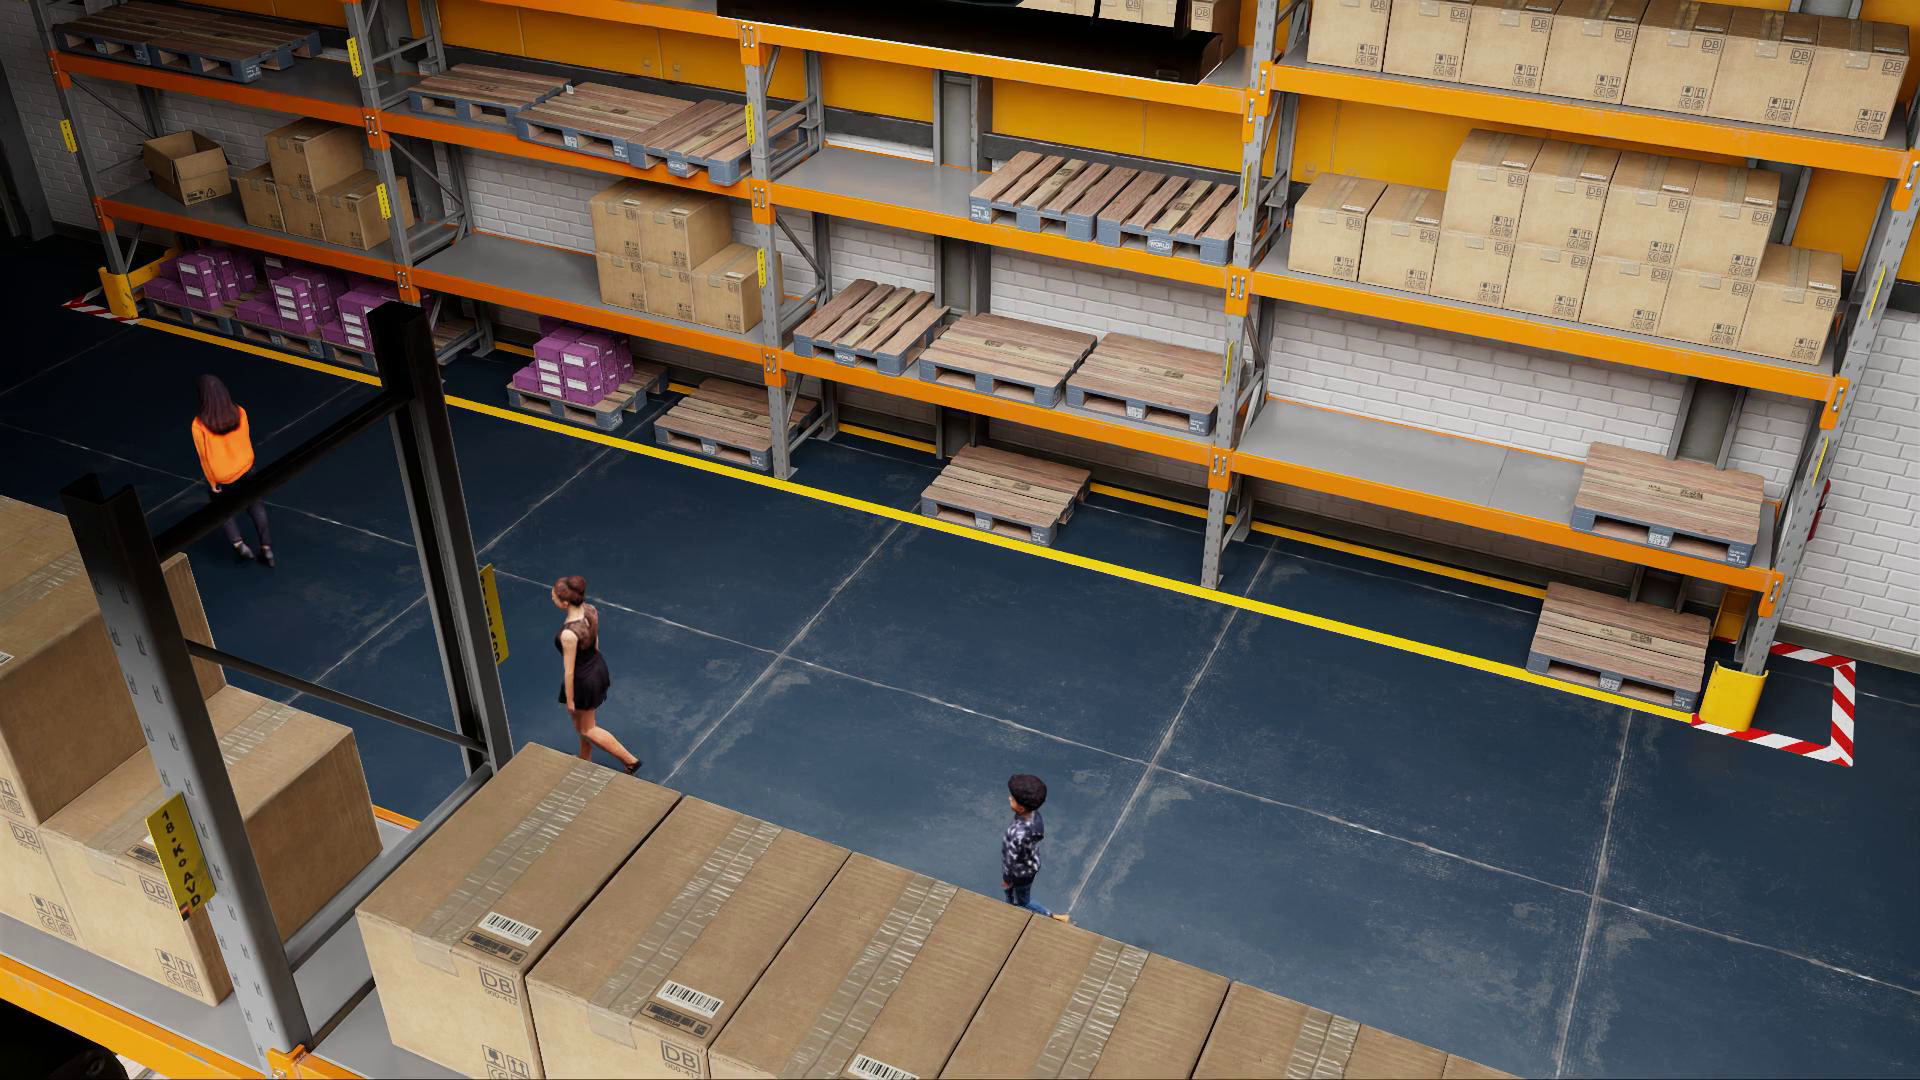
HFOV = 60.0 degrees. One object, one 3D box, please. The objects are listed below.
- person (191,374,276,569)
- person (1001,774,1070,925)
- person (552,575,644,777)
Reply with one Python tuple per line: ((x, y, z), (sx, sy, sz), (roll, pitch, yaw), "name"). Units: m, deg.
((-5.756, -0.508, 13.276), (0.706, 1.740, 0.698), (27, 42, 34), "person")
((0.413, 1.946, 10.038), (0.819, 1.237, 0.600), (7, 34, 11), "person")
((-2.450, 0.955, 11.139), (0.930, 1.669, 0.673), (9, 35, 13), "person")
